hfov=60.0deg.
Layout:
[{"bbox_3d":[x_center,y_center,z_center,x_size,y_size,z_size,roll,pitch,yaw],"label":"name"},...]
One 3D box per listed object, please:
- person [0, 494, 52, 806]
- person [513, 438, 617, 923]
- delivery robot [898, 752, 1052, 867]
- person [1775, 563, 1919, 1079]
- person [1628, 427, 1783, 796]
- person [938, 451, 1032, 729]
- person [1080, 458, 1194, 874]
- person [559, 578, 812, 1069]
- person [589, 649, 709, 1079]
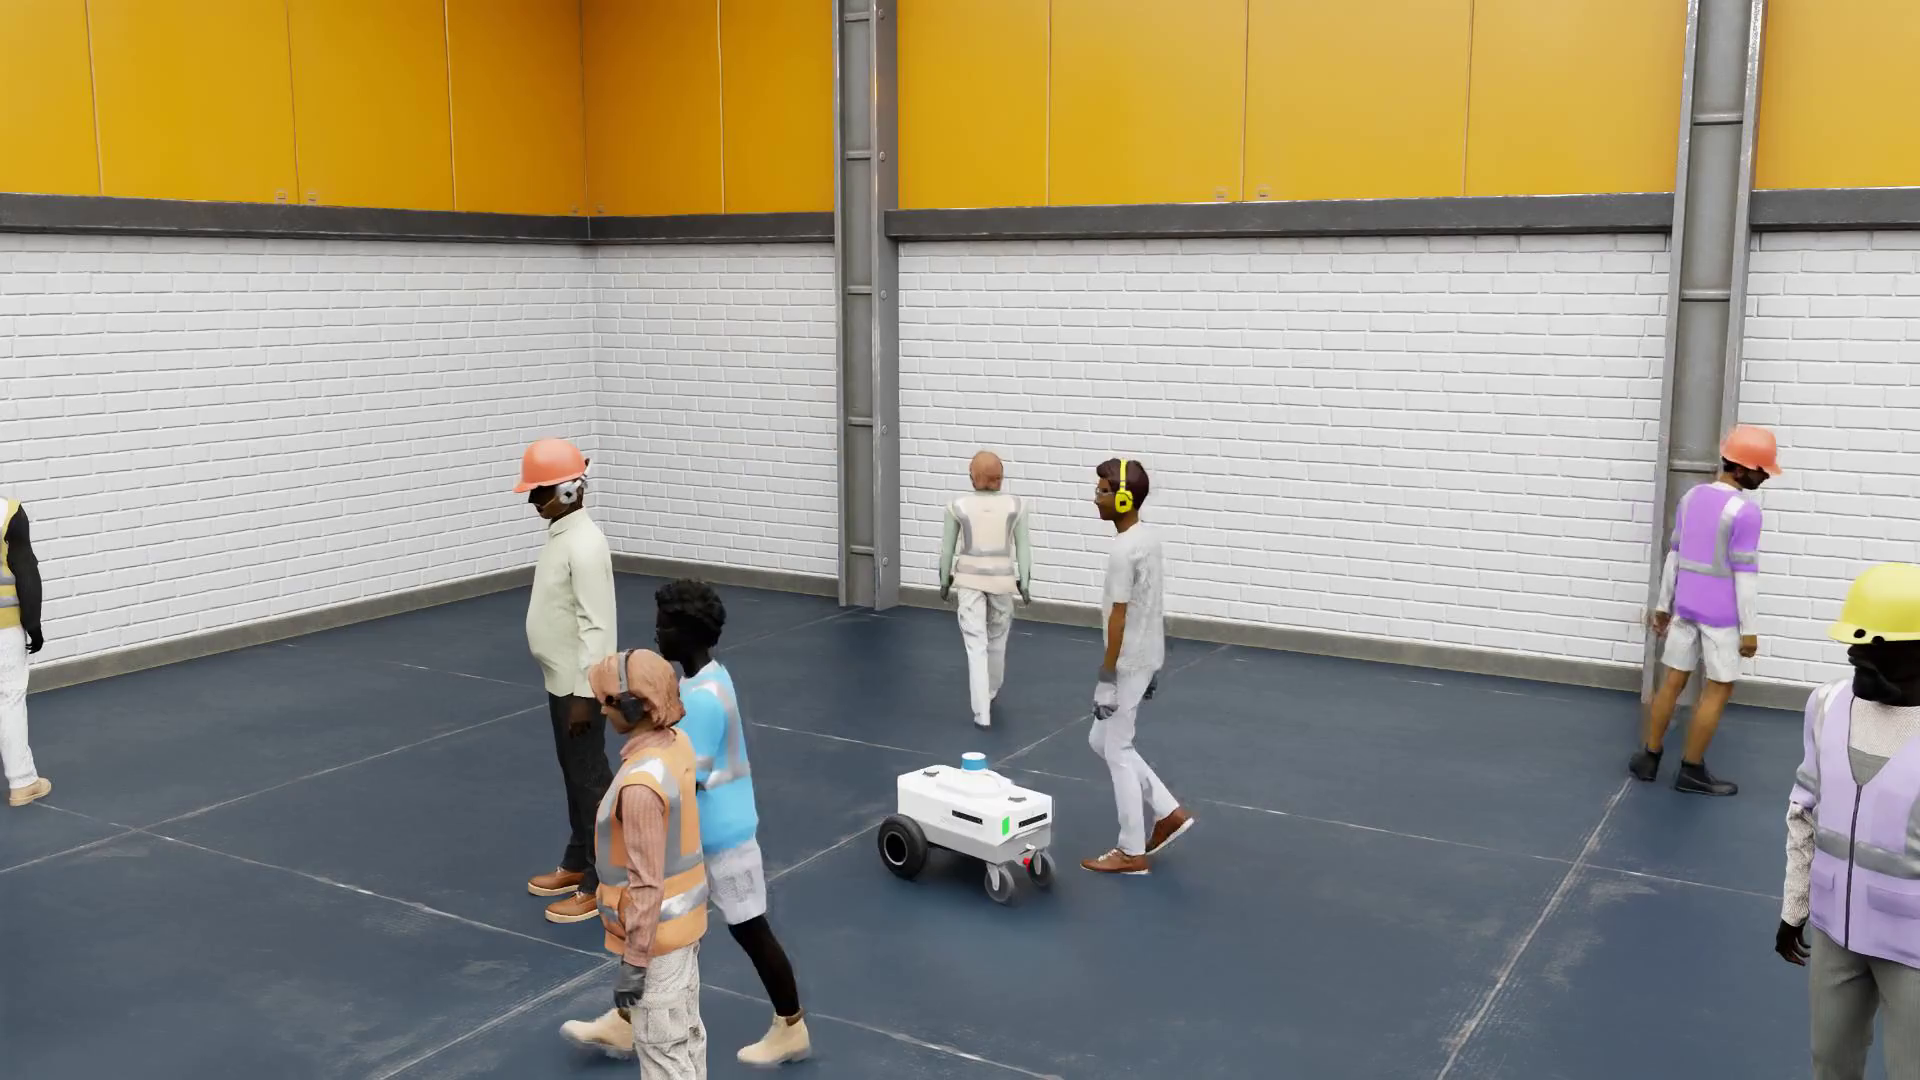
[{"bbox_3d":[-4.876,0.417,8.244,0.631,1.840,0.428,-2,9,-11],"label":"person"},{"bbox_3d":[-1.607,0.567,6.852,0.392,1.986,0.609,-4,10,-23],"label":"person"},{"bbox_3d":[0.060,1.171,7.245,0.707,0.478,0.477,9,13,44],"label":"delivery robot"},{"bbox_3d":[2.378,1.005,4.309,0.384,1.922,0.593,-4,10,-24],"label":"person"},{"bbox_3d":[3.784,0.355,8.496,0.411,1.894,0.750,-3,10,-17],"label":"person"},{"bbox_3d":[0.139,0.267,9.907,0.541,1.591,0.831,-1,9,-5],"label":"person"},{"bbox_3d":[0.732,0.567,7.285,0.425,1.857,0.524,2,9,13],"label":"person"},{"bbox_3d":[-0.891,0.953,5.463,0.851,1.646,0.545,-2,9,-12],"label":"person"},{"bbox_3d":[-0.850,1.098,4.619,0.310,1.640,0.514,0,9,-1],"label":"person"}]
